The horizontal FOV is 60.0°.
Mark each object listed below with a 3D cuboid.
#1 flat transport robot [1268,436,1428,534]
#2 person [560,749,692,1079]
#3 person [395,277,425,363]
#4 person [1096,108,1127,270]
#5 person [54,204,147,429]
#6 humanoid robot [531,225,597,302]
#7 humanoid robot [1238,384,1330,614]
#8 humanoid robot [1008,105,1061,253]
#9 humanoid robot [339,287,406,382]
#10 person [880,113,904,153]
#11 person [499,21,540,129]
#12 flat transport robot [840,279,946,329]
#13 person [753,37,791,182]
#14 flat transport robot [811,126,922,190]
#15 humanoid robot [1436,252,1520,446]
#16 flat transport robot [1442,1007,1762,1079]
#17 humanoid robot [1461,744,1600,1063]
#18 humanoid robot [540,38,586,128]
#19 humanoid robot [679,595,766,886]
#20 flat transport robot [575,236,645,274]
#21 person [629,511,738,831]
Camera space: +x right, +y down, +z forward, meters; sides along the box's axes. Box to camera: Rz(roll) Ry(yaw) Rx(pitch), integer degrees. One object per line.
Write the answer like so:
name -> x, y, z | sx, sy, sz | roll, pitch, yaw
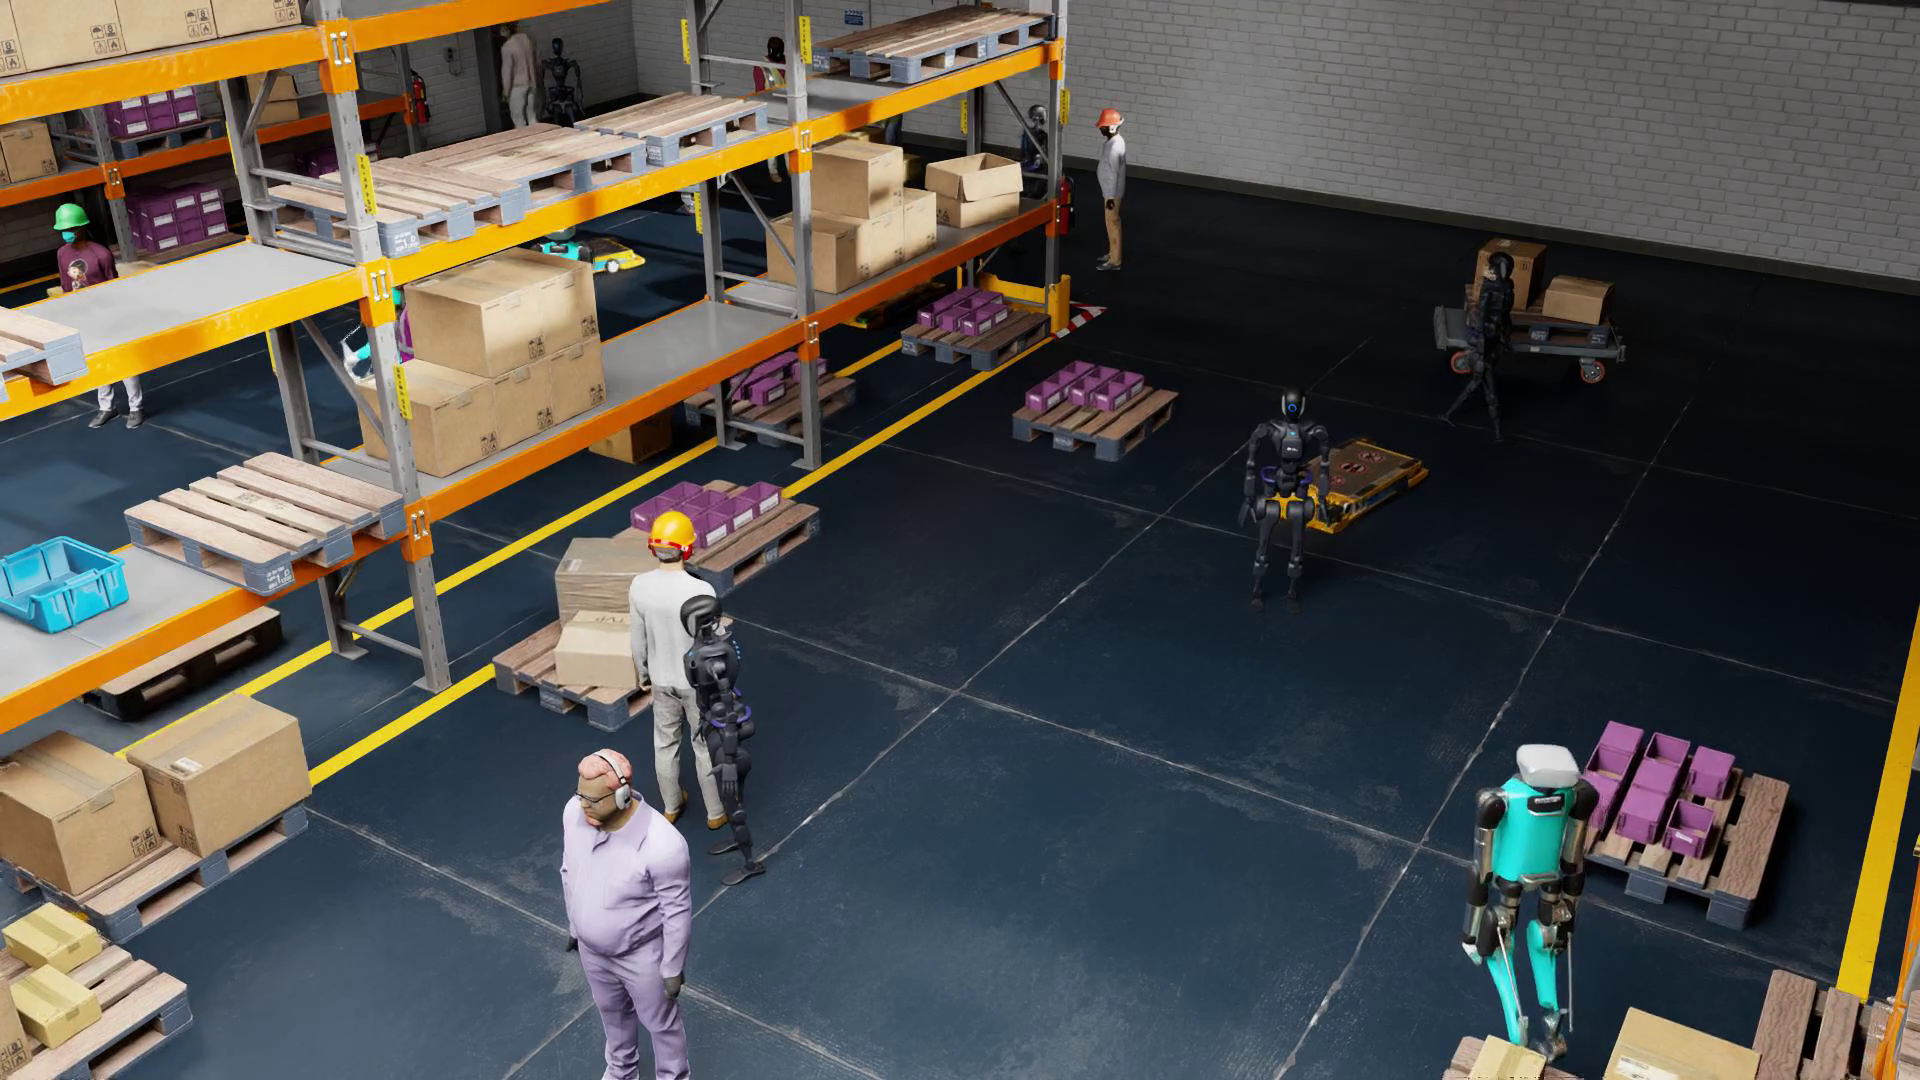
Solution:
flat transport robot -> 3.039, -0.443, 13.072 | 0.659, 0.231, 1.431 | 23, 35, 37
person -> -1.424, 1.707, 7.027 | 0.647, 1.907, 0.412 | 15, 30, 27
person -> -4.218, -1.328, 13.069 | 0.323, 1.846, 0.526 | -4, 27, -7
person -> 1.625, -3.817, 18.092 | 0.352, 1.743, 0.556 | 3, 27, 6
person -> -7.293, -1.898, 14.080 | 0.498, 1.950, 0.421 | 2, 27, 4
humanoid robot -> -3.369, -1.770, 14.056 | 0.537, 1.724, 1.005 | 4, 27, 8
humanoid robot -> 2.191, -0.275, 11.182 | 0.616, 1.653, 0.305 | 2, 27, 4
humanoid robot -> 0.870, -4.061, 18.686 | 0.800, 1.616, 0.596 | -16, 31, -28
humanoid robot -> -4.887, -1.712, 13.987 | 1.023, 1.750, 0.564 | -22, 34, -36
person -> -0.878, -5.337, 21.204 | 0.282, 1.633, 0.499 | 10, 29, 19
person -> -5.876, -6.084, 22.391 | 0.369, 1.909, 0.696 | 14, 30, 25
flat transport robot -> -0.807, -2.492, 17.107 | 0.659, 0.231, 1.431 | 16, 31, 29
person -> -2.325, -5.538, 21.388 | 0.635, 1.833, 0.429 | -20, 33, -34
flat transport robot -> -1.171, -4.058, 20.194 | 1.431, 0.231, 0.659 | 18, 32, 32
humanoid robot -> 4.419, -1.622, 13.907 | 0.790, 1.643, 0.588 | 21, 34, 35
flat transport robot -> 2.391, 2.816, 6.650 | 0.659, 0.231, 1.431 | 16, 31, 28
humanoid robot -> 2.460, 1.777, 7.081 | 0.531, 1.791, 0.725 | -5, 27, -9
humanoid robot -> -5.277, -5.807, 22.073 | 0.589, 1.649, 0.372 | -5, 27, -10
humanoid robot -> -1.239, 1.014, 8.641 | 0.318, 1.650, 0.614 | -11, 29, -21
flat transport robot -> -4.237, -3.035, 18.179 | 1.431, 0.231, 0.659 | -20, 33, -34
person -> -1.488, 0.724, 8.985 | 0.562, 1.890, 0.370 | 7, 28, 13
